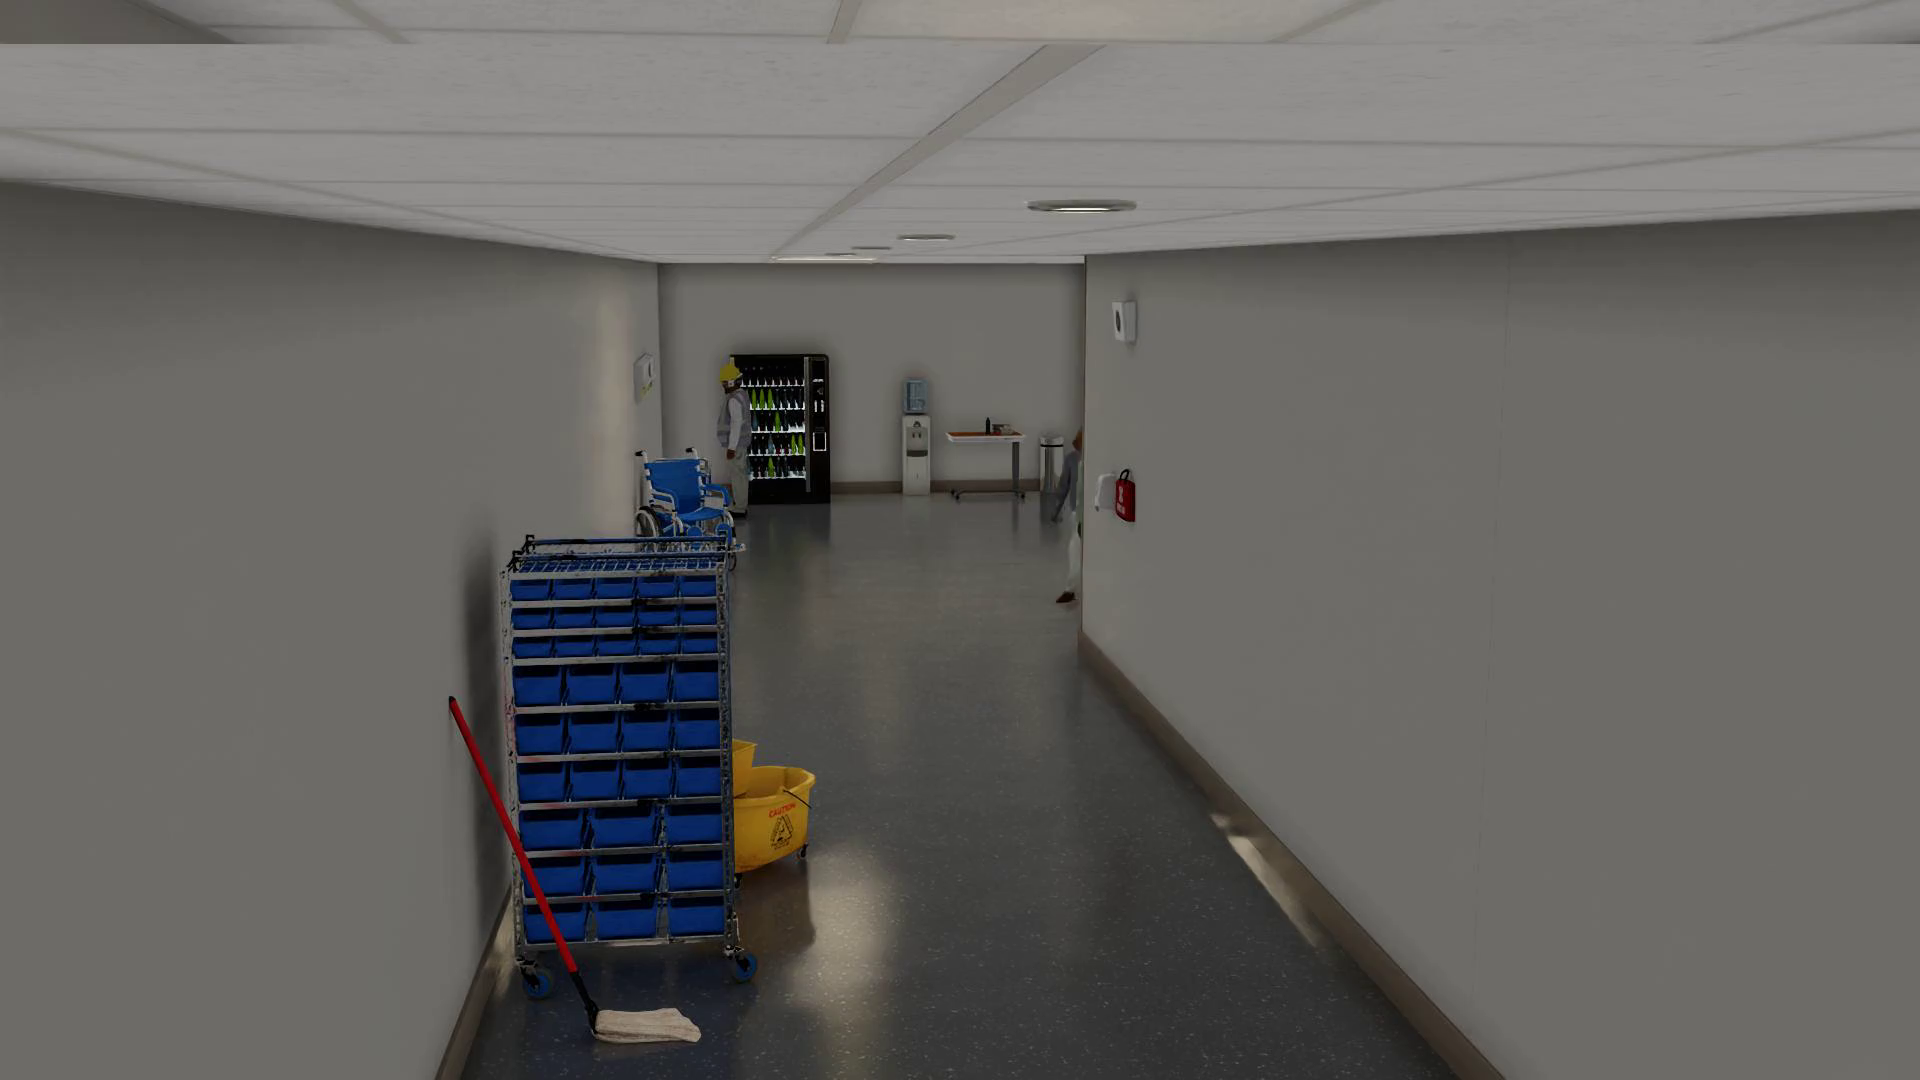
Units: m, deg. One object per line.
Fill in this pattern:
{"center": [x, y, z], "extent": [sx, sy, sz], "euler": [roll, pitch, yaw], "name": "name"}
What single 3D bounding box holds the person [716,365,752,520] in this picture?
{"center": [-2.650, -1.140, 19.515], "extent": [0.403, 1.822, 0.589], "euler": [0, 9, 1], "name": "person"}
